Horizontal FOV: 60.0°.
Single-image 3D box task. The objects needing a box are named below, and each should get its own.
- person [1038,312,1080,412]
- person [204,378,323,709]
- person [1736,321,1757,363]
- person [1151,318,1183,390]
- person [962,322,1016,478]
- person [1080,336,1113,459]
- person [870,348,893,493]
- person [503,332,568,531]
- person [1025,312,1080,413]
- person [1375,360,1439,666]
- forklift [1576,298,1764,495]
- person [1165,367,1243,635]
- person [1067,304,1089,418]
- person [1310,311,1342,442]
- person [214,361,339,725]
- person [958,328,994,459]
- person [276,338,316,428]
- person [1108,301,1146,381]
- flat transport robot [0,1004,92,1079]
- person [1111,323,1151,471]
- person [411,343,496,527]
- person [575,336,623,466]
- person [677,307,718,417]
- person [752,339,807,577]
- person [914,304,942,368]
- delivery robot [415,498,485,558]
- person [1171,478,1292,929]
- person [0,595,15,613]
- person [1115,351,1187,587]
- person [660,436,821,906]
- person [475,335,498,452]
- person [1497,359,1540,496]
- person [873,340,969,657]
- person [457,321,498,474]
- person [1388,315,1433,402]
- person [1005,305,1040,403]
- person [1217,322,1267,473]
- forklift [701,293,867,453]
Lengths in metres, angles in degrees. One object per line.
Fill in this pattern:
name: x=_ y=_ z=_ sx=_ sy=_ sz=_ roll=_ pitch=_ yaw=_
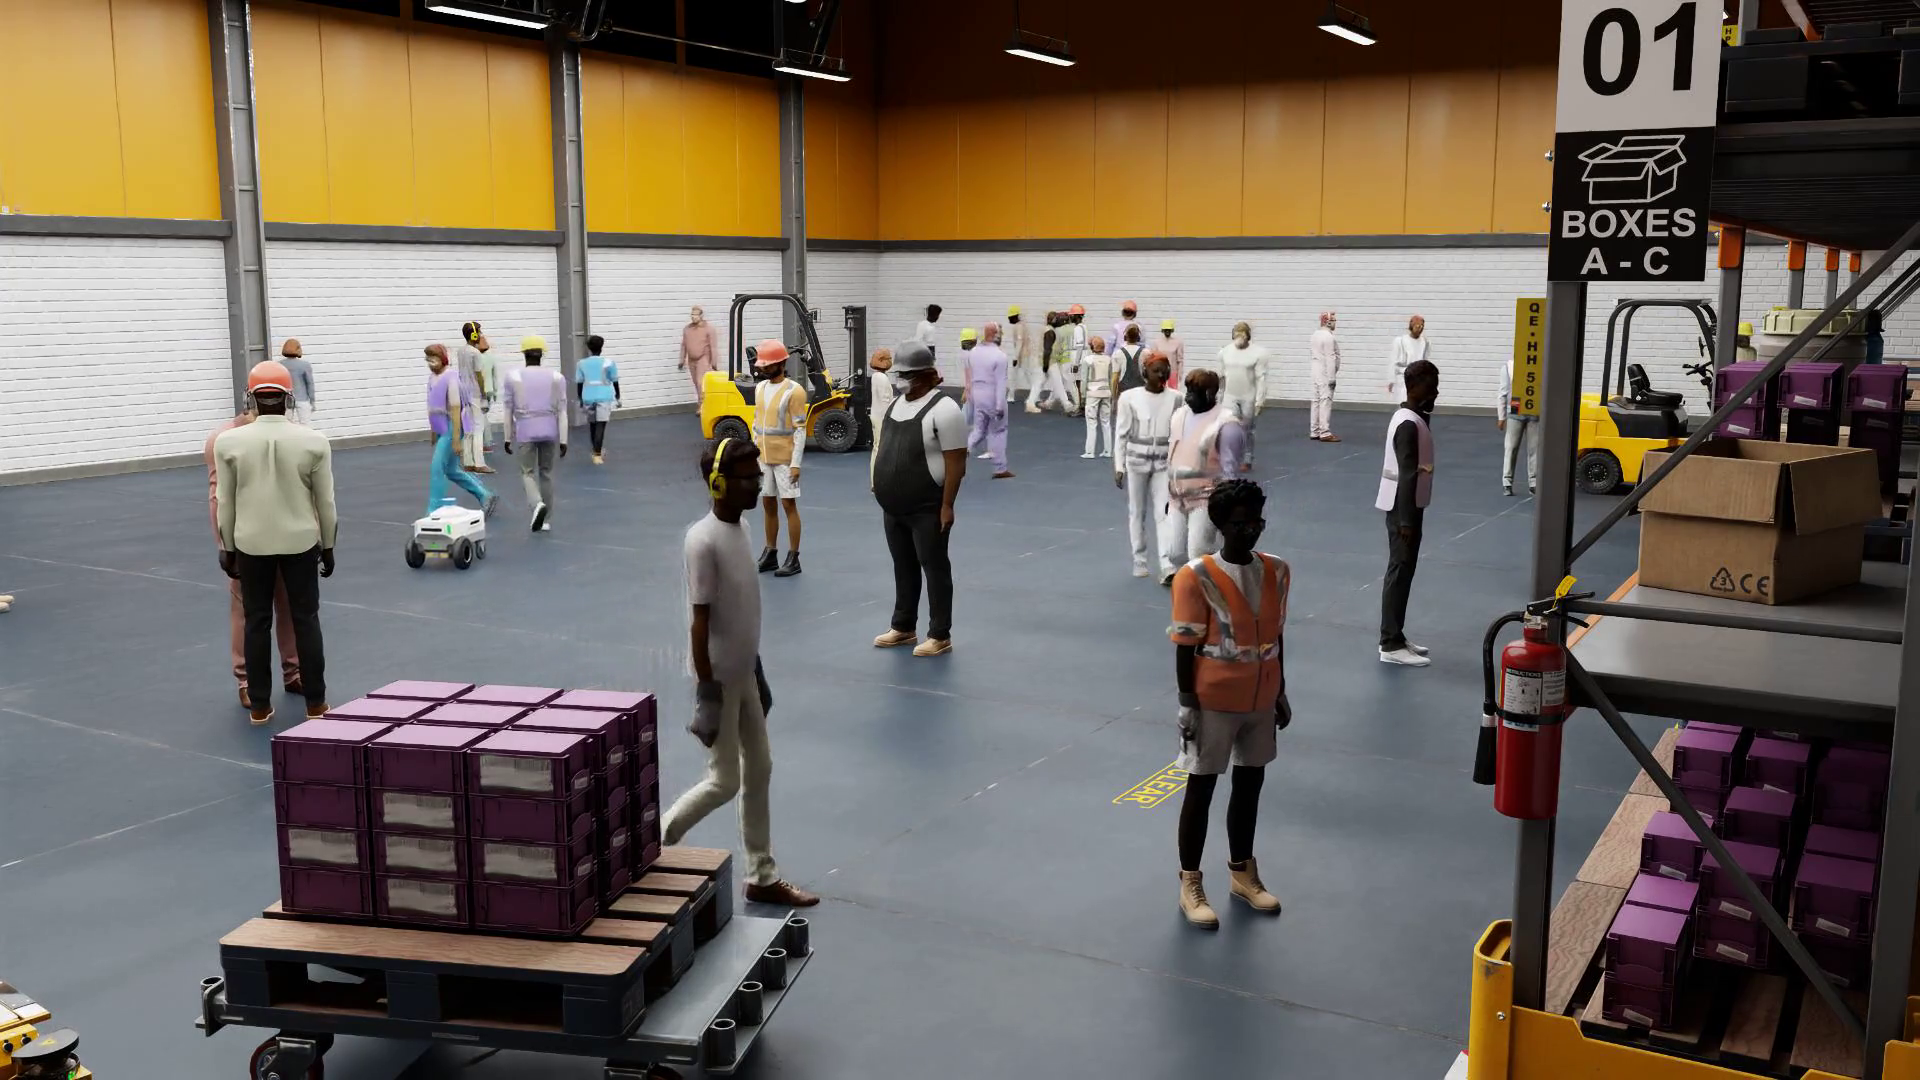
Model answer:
person: x=1.828 y=-3.180 z=29.691 sx=1.008 sy=1.780 sz=0.619 roll=4 pitch=10 yaw=26
person: x=-3.933 y=-0.006 z=9.499 sx=0.404 sy=1.902 sz=0.636 roll=8 pitch=12 yaw=40
person: x=10.489 y=-2.034 z=22.426 sx=0.604 sy=1.831 sz=0.461 roll=-3 pitch=9 yaw=-16
person: x=3.282 y=-2.647 z=26.489 sx=0.526 sy=1.746 sz=0.574 roll=2 pitch=9 yaw=12
person: x=0.303 y=-1.656 z=19.832 sx=0.758 sy=1.889 sz=0.644 roll=-8 pitch=12 yaw=-43
person: x=1.824 y=-1.890 z=22.105 sx=0.515 sy=1.628 sz=0.323 roll=-5 pitch=10 yaw=-28
person: x=-0.850 y=-1.304 z=18.416 sx=0.281 sy=1.636 sz=0.500 roll=-2 pitch=9 yaw=-15
person: x=-3.975 y=-0.996 z=15.663 sx=0.593 sy=1.903 sz=0.622 roll=-5 pitch=10 yaw=-28
person: x=1.608 y=-3.114 z=29.255 sx=0.994 sy=1.785 sz=0.643 roll=0 pitch=9 yaw=-3
person: x=2.822 y=-0.179 z=10.526 sx=0.373 sy=1.915 sz=0.596 roll=2 pitch=9 yaw=15
forklift: x=7.954 y=-1.589 z=18.462 sx=2.313 sy=2.155 sz=1.214 roll=5 pitch=11 yaw=30
person: x=1.662 y=-0.268 z=11.347 sx=0.607 sy=1.829 sz=0.641 roll=-6 pitch=11 yaw=-32
person: x=2.009 y=-3.053 z=28.396 sx=0.379 sy=1.938 sz=0.547 roll=2 pitch=9 yaw=12
person: x=5.391 y=-2.393 z=24.399 sx=0.440 sy=1.903 sz=0.683 roll=-2 pitch=9 yaw=-10
person: x=-3.725 y=0.017 z=9.107 sx=0.607 sy=1.987 sz=0.410 roll=-4 pitch=10 yaw=-22
person: x=0.104 y=-1.922 z=21.988 sx=0.836 sy=1.727 sz=0.542 roll=-1 pitch=9 yaw=-9
person: x=-8.468 y=-1.746 z=21.183 sx=0.507 sy=1.631 sz=0.266 roll=-1 pitch=9 yaw=-6
person: x=2.852 y=-3.048 z=28.224 sx=0.611 sy=1.975 sz=1.070 roll=3 pitch=10 yaw=20
flat transport robot: x=-3.301 y=1.514 z=5.078 sx=1.431 sy=0.197 sz=0.652 roll=7 pitch=12 yaw=39
person: x=2.118 y=-1.744 z=20.517 sx=0.504 sy=1.847 sz=0.345 roll=0 pitch=9 yaw=3
person: x=-4.959 y=-1.033 z=16.243 sx=0.828 sy=1.799 sz=0.601 roll=-7 pitch=11 yaw=-36
person: x=-4.638 y=-1.801 z=21.457 sx=0.547 sy=1.651 sz=0.875 roll=1 pitch=9 yaw=9
person: x=-4.551 y=-3.056 z=28.585 sx=0.659 sy=1.881 sz=0.751 roll=5 pitch=11 yaw=30
person: x=-1.498 y=-0.666 z=13.521 sx=0.543 sy=1.932 sz=0.365 roll=7 pitch=11 yaw=37
person: x=-0.604 y=-3.244 z=29.617 sx=0.543 sy=1.928 sz=0.667 roll=-4 pitch=10 yaw=-25
delivery robot: x=-4.299 y=-0.108 z=14.028 sx=0.477 sy=0.478 sz=0.707 roll=1 pitch=9 yaw=8
person: x=1.032 y=0.608 z=6.298 sx=0.541 sy=1.696 sz=0.315 roll=-5 pitch=10 yaw=-29
person: x=-7.116 y=-0.485 z=12.052 sx=0.396 sy=2.038 sz=0.611 roll=-3 pitch=10 yaw=-20
person: x=1.515 y=-0.563 z=13.150 sx=0.601 sy=1.831 sz=0.967 roll=-1 pitch=9 yaw=-3
person: x=-0.913 y=0.523 z=6.385 sx=0.635 sy=1.867 sz=0.566 roll=2 pitch=9 yaw=13
person: x=-6.598 y=-2.009 z=22.888 sx=0.449 sy=1.618 sz=0.509 roll=4 pitch=10 yaw=24
person: x=6.235 y=-1.385 z=18.346 sx=0.590 sy=1.823 sz=0.403 roll=2 pitch=9 yaw=10
person: x=-0.307 y=-0.273 z=10.722 sx=0.537 sy=2.000 sz=0.689 roll=-8 pitch=12 yaw=-41
person: x=-5.957 y=-1.744 z=20.437 sx=0.512 sy=1.872 sz=0.328 roll=8 pitch=12 yaw=42
person: x=6.454 y=-2.272 z=23.745 sx=0.644 sy=1.861 sz=0.555 roll=-2 pitch=9 yaw=-10
person: x=1.116 y=-3.492 z=31.383 sx=0.914 sy=1.852 sz=0.598 roll=-2 pitch=9 yaw=-11
person: x=3.407 y=-1.702 z=20.163 sx=0.631 sy=1.879 sz=1.069 roll=4 pitch=10 yaw=22
forklift: x=-2.458 y=-2.344 z=23.176 sx=2.313 sy=2.155 sz=1.214 roll=0 pitch=9 yaw=-2
